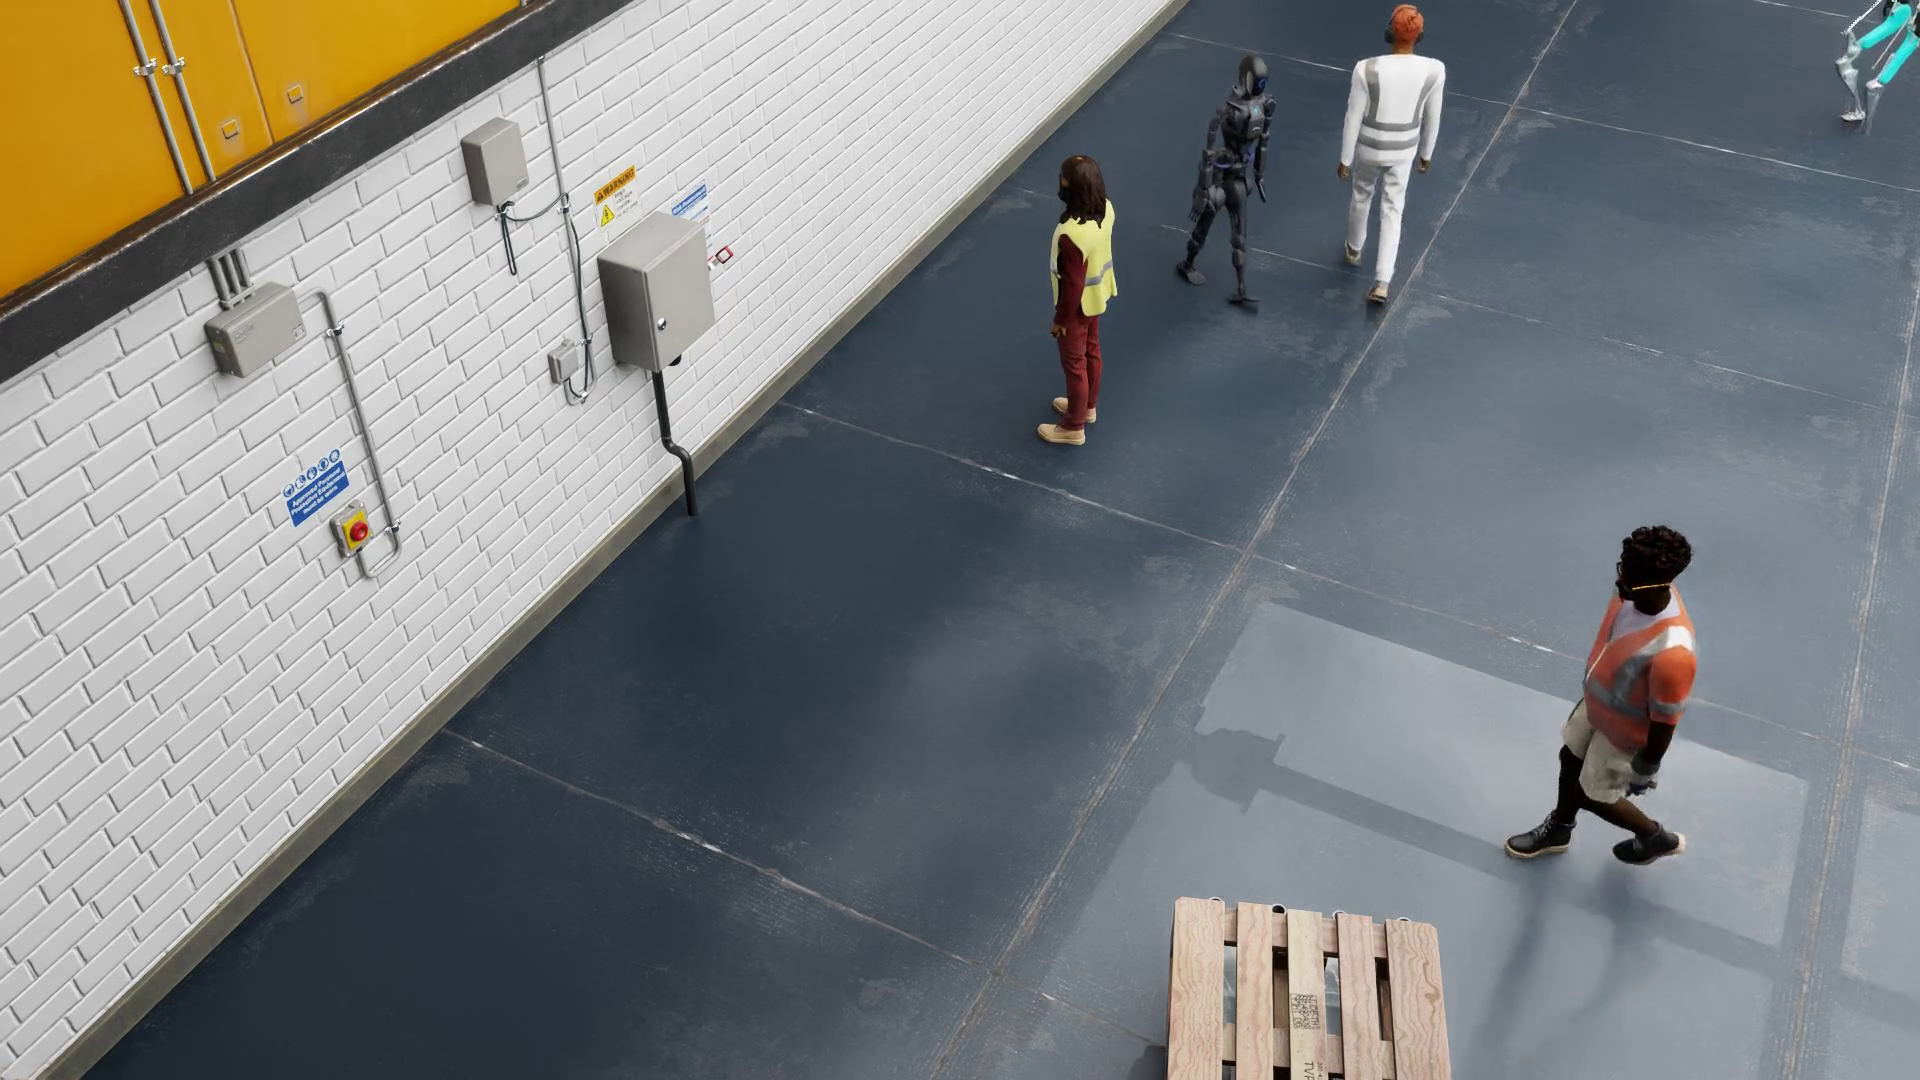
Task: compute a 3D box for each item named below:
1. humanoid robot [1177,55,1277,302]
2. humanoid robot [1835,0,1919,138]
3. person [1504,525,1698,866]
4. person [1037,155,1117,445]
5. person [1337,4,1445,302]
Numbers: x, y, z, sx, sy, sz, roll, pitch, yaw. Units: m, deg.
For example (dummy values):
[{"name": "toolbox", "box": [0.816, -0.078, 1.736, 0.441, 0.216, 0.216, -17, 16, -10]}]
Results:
[{"name": "humanoid robot", "box": [1.684, -2.237, 10.379, 0.591, 1.626, 0.731, -26, 47, -27]}, {"name": "humanoid robot", "box": [6.798, -3.757, 12.144, 0.759, 1.872, 0.536, -10, 42, -11]}, {"name": "person", "box": [2.747, 0.693, 6.756, 0.603, 1.938, 0.652, 0, 41, 0]}, {"name": "person", "box": [0.663, -1.312, 9.212, 0.376, 1.768, 0.466, 17, 43, 18]}, {"name": "person", "box": [2.685, -2.421, 10.438, 0.589, 1.853, 0.927, 4, 41, 4]}]
